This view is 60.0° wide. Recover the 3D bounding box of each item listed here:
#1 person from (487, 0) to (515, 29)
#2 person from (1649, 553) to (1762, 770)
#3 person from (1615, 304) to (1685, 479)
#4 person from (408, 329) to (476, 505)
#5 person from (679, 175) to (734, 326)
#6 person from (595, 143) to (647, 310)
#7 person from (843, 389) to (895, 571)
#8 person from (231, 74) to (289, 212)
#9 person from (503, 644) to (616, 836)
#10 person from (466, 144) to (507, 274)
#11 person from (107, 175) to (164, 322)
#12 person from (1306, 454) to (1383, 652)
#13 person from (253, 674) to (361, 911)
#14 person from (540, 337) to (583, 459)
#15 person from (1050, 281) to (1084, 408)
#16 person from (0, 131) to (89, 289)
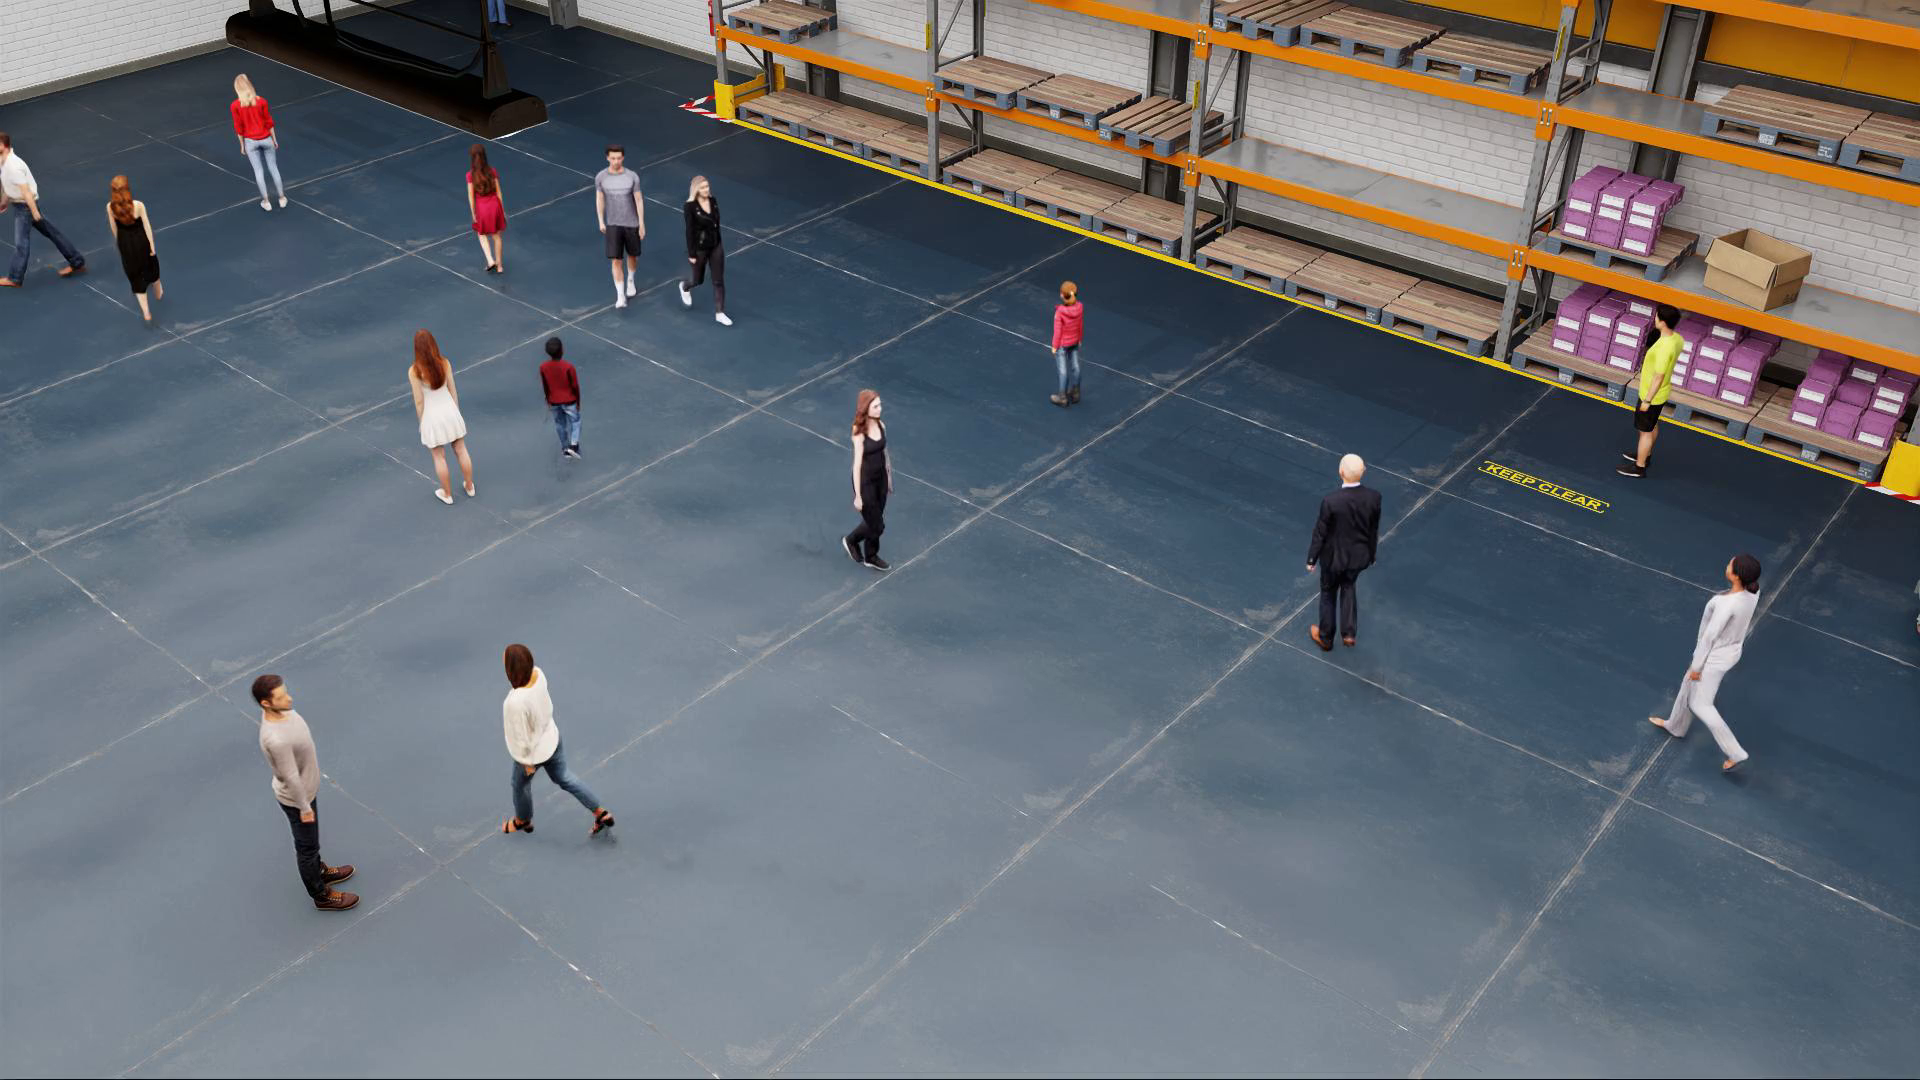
[{"bbox_3d":[-7.683,-9.345,27.322,0.482,1.796,0.696,21,39,28],"label":"person"},{"bbox_3d":[5.533,0.881,12.013,0.776,1.712,1.095,-23,40,-31],"label":"person"},{"bbox_3d":[6.457,-1.390,15.442,0.548,1.698,0.650,20,38,27],"label":"person"},{"bbox_3d":[-4.700,-1.120,15.023,0.613,1.712,0.613,-21,39,-28],"label":"person"},{"bbox_3d":[-2.839,-3.191,18.182,0.698,1.664,1.066,-28,42,-35],"label":"person"},{"bbox_3d":[-3.762,-3.571,18.598,1.105,1.837,1.202,-4,34,-7],"label":"person"},{"bbox_3d":[-0.834,-0.513,14.085,0.745,1.740,0.659,19,38,26],"label":"person"},{"bbox_3d":[-8.798,-4.984,20.843,0.685,1.704,0.637,-18,37,-24],"label":"person"},{"bbox_3d":[-2.783,1.408,11.280,1.164,1.646,0.955,7,34,11],"label":"person"},{"bbox_3d":[-5.434,-3.794,19.197,0.707,1.544,0.803,-14,36,-20],"label":"person"},{"bbox_3d":[-9.039,-3.155,18.208,0.916,1.577,1.192,-13,36,-18],"label":"person"},{"bbox_3d":[3.034,0.166,13.020,0.885,1.788,0.940,-5,34,-8],"label":"person"},{"bbox_3d":[-4.285,1.619,10.763,0.805,1.867,0.675,-12,36,-18],"label":"person"},{"bbox_3d":[-3.775,-1.308,15.727,0.658,1.247,0.713,1,34,2],"label":"person"},{"bbox_3d":[1.085,-1.970,16.661,0.566,1.316,0.558,-20,39,-27],"label":"person"},{"bbox_3d":[-10.530,-3.805,18.982,0.995,1.800,1.258,-20,38,-27],"label":"person"}]
